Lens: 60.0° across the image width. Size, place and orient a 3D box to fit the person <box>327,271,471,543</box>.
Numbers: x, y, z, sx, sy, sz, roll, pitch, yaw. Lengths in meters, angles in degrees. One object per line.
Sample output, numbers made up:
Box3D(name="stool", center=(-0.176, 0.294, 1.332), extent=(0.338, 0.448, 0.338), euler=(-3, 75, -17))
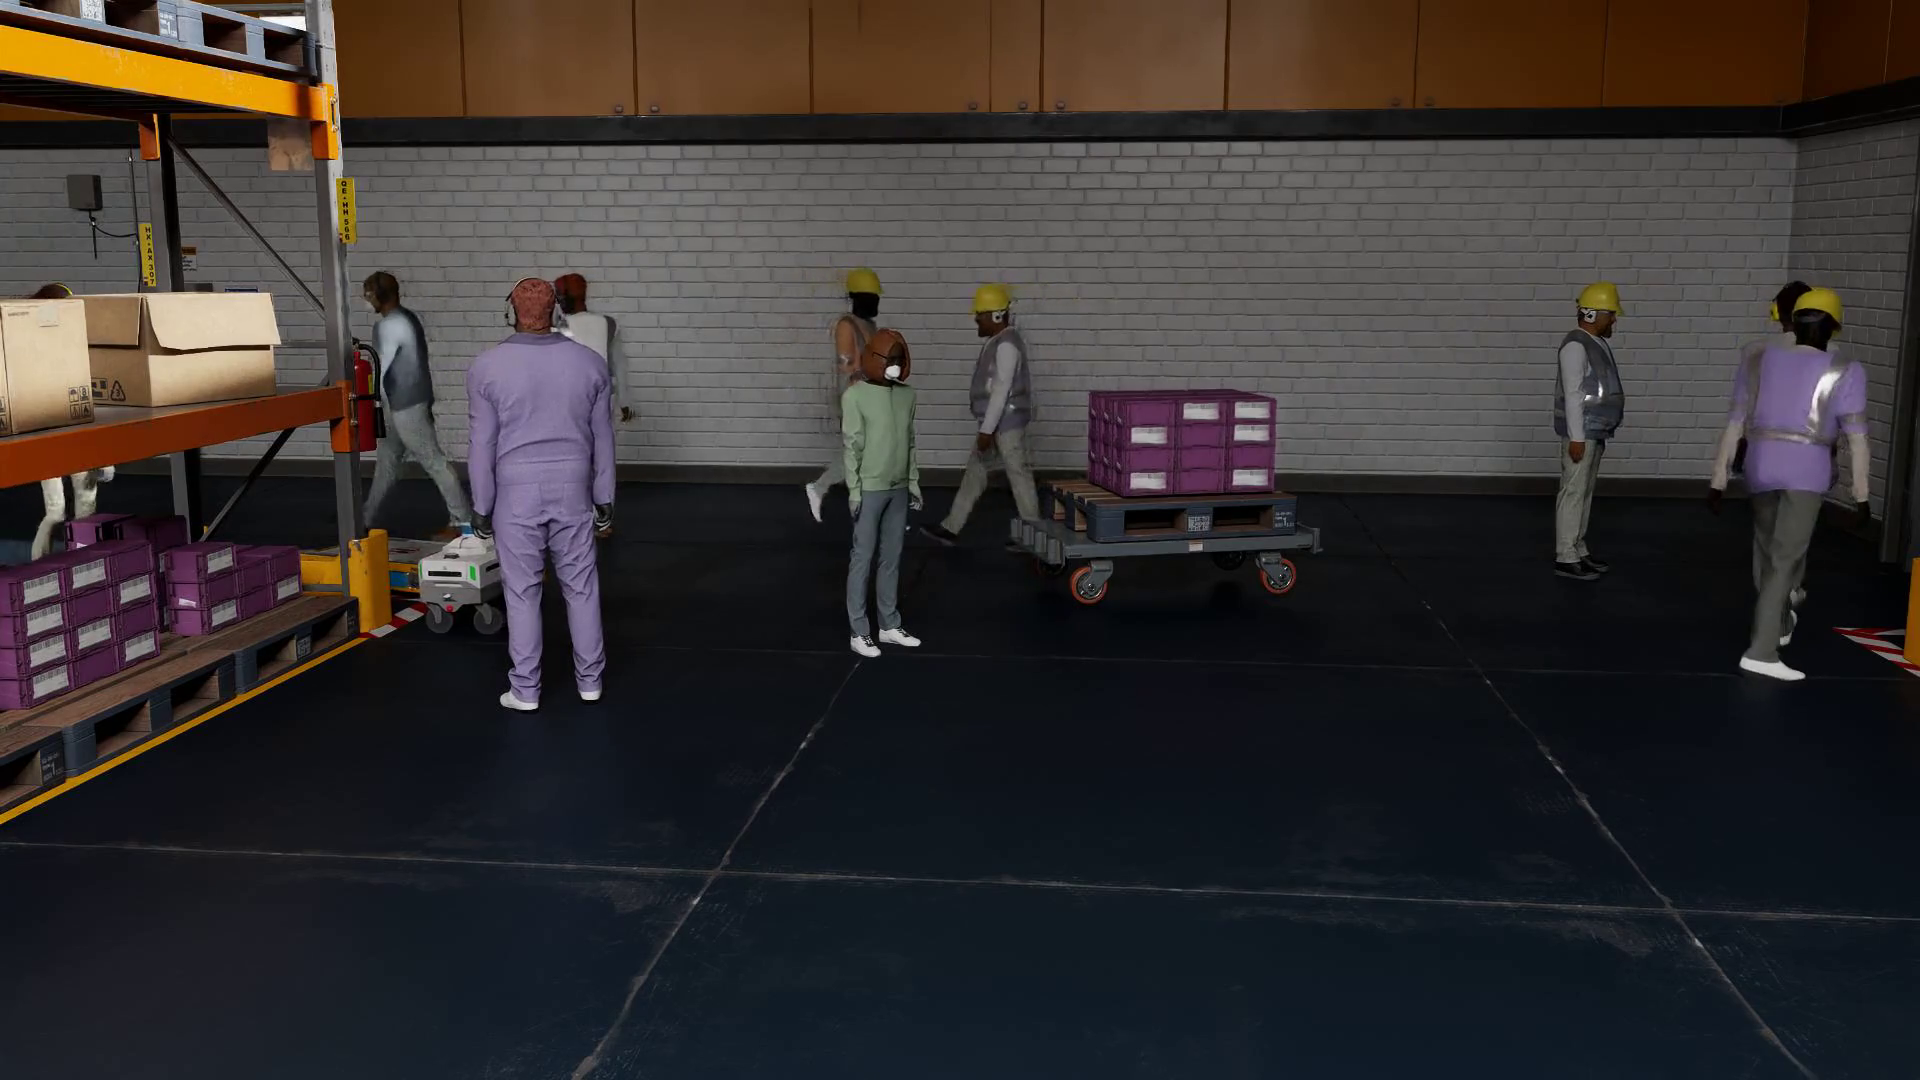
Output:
Box3D(name="person", center=(-3.870, -0.897, 11.446), extent=(1.053, 1.874, 0.652), euler=(-1, 10, -5))

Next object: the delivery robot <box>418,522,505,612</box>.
Box3D(name="delivery robot", center=(-2.621, 0.146, 8.959), extent=(0.477, 0.478, 0.707), euler=(1, 10, 8))

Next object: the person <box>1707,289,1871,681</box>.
Box3D(name="person", center=(4.062, -0.289, 8.075), extent=(1.036, 1.821, 0.682), euler=(-8, 13, -40))

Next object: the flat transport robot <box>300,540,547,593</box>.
Box3D(name="flat transport robot", center=(-3.261, 0.162, 9.948), extent=(1.431, 0.197, 0.652), euler=(4, 11, 23))

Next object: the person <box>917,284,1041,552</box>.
Box3D(name="person", center=(0.155, -0.788, 11.042), extent=(0.917, 1.780, 0.613), euler=(-2, 10, -9))

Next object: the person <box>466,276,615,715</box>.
Box3D(name="person", center=(-1.840, -0.194, 7.308), extent=(0.651, 1.906, 0.403), euler=(-6, 11, -30))

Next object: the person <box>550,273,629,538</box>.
Box3D(name="person", center=(-2.575, -0.923, 11.610), extent=(0.686, 1.859, 0.593), euler=(-8, 13, -38))

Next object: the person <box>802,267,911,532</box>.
Box3D(name="person", center=(-0.764, -1.004, 11.971), extent=(0.809, 1.903, 0.588), euler=(3, 10, 16))

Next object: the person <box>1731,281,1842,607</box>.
Box3D(name="person", center=(4.598, -0.505, 9.261), extent=(0.564, 1.841, 0.797), euler=(6, 11, 30))

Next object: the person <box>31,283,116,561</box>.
Box3D(name="person", center=(-5.023, -0.503, 9.259), extent=(0.534, 1.846, 0.653), euler=(-1, 10, -8))

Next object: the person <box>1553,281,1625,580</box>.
Box3D(name="person", center=(3.894, -0.681, 10.316), extent=(0.404, 1.829, 0.588), euler=(6, 12, 32))

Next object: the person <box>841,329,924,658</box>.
Box3D(name="person", center=(-0.384, -0.242, 8.362), extent=(0.279, 1.633, 0.498), euler=(9, 13, 41))
